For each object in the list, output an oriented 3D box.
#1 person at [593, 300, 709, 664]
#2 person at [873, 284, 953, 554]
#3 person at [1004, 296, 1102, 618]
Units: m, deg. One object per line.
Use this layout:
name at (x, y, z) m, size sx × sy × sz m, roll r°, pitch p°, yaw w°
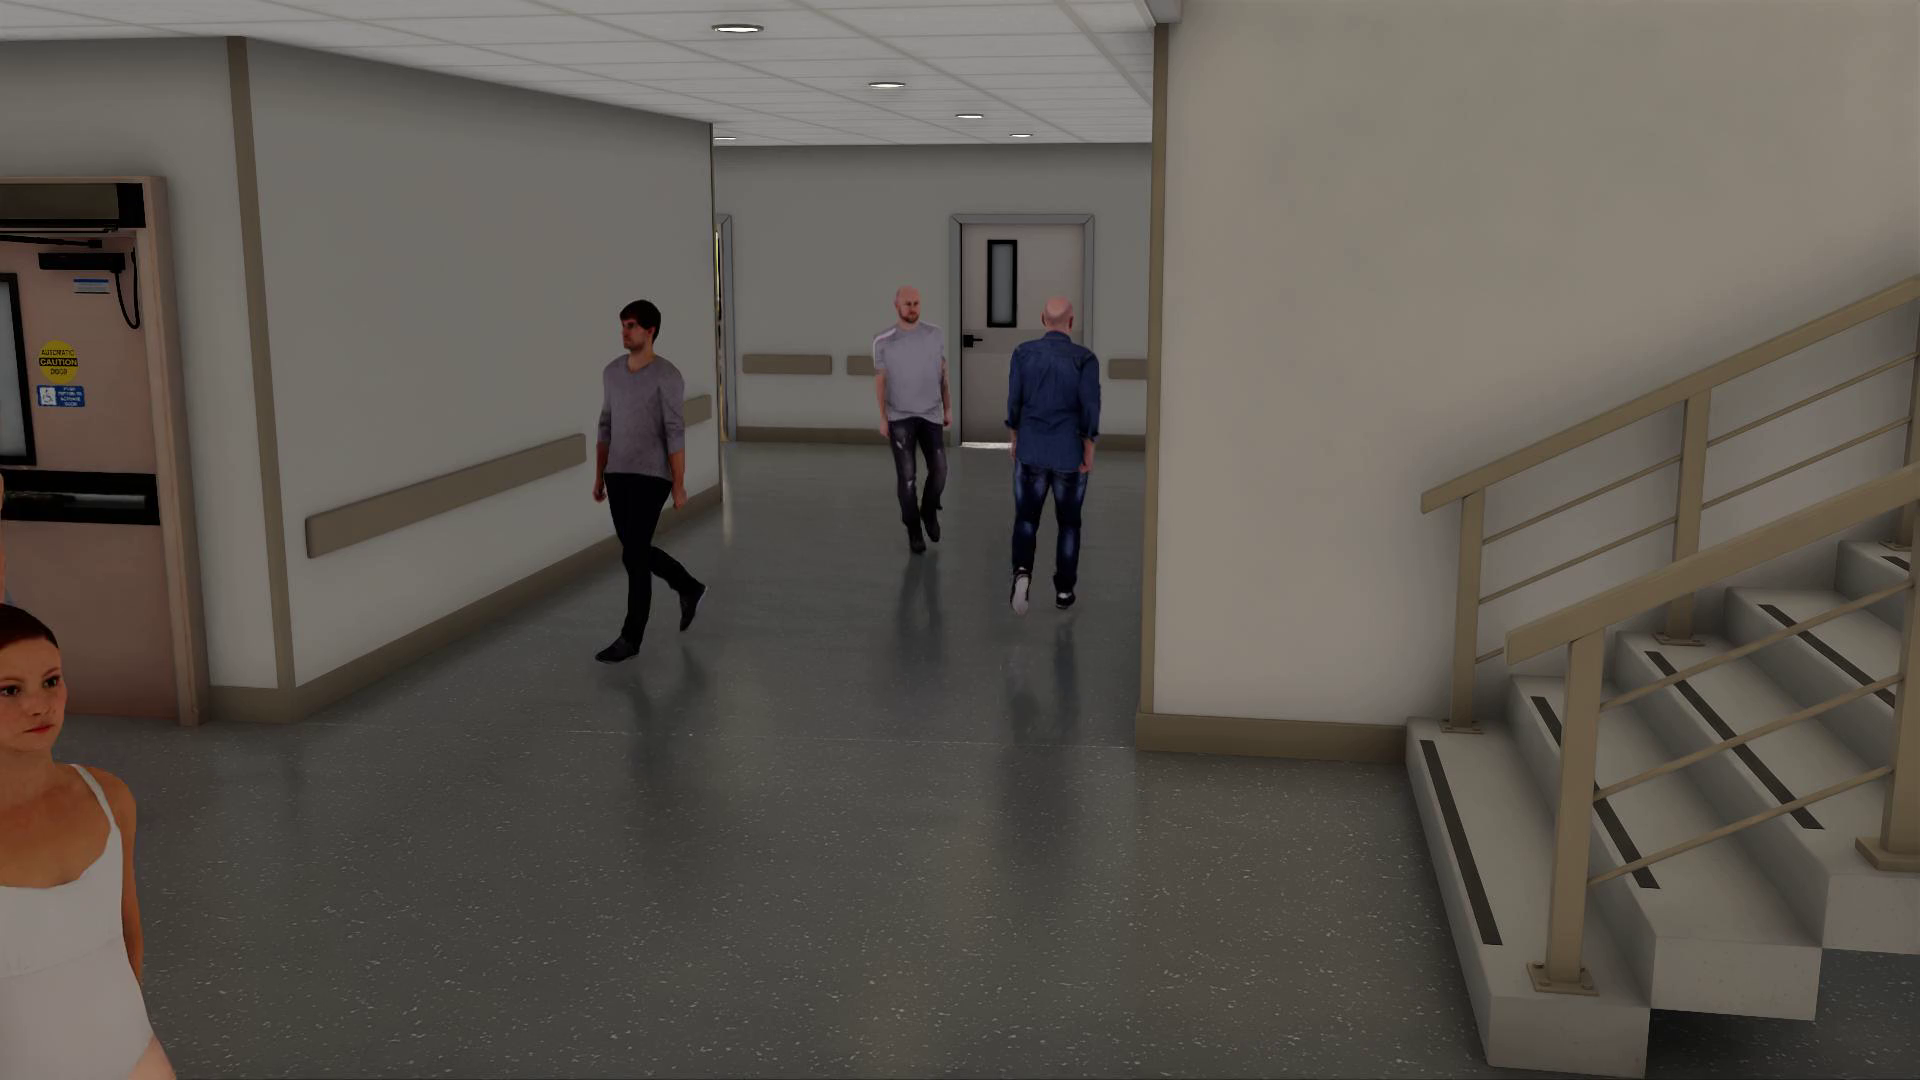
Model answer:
person at (-1.596, -0.313, 8.628) m, size 1.170 × 1.817 × 1.068 m, roll 8°, pitch 13°, yaw 36°
person at (-0.331, -0.840, 11.415) m, size 0.808 × 1.812 × 0.904 m, roll -3°, pitch 11°, yaw -15°
person at (0.488, -0.431, 9.298) m, size 1.014 × 1.798 × 0.799 m, roll 3°, pitch 11°, yaw 13°
